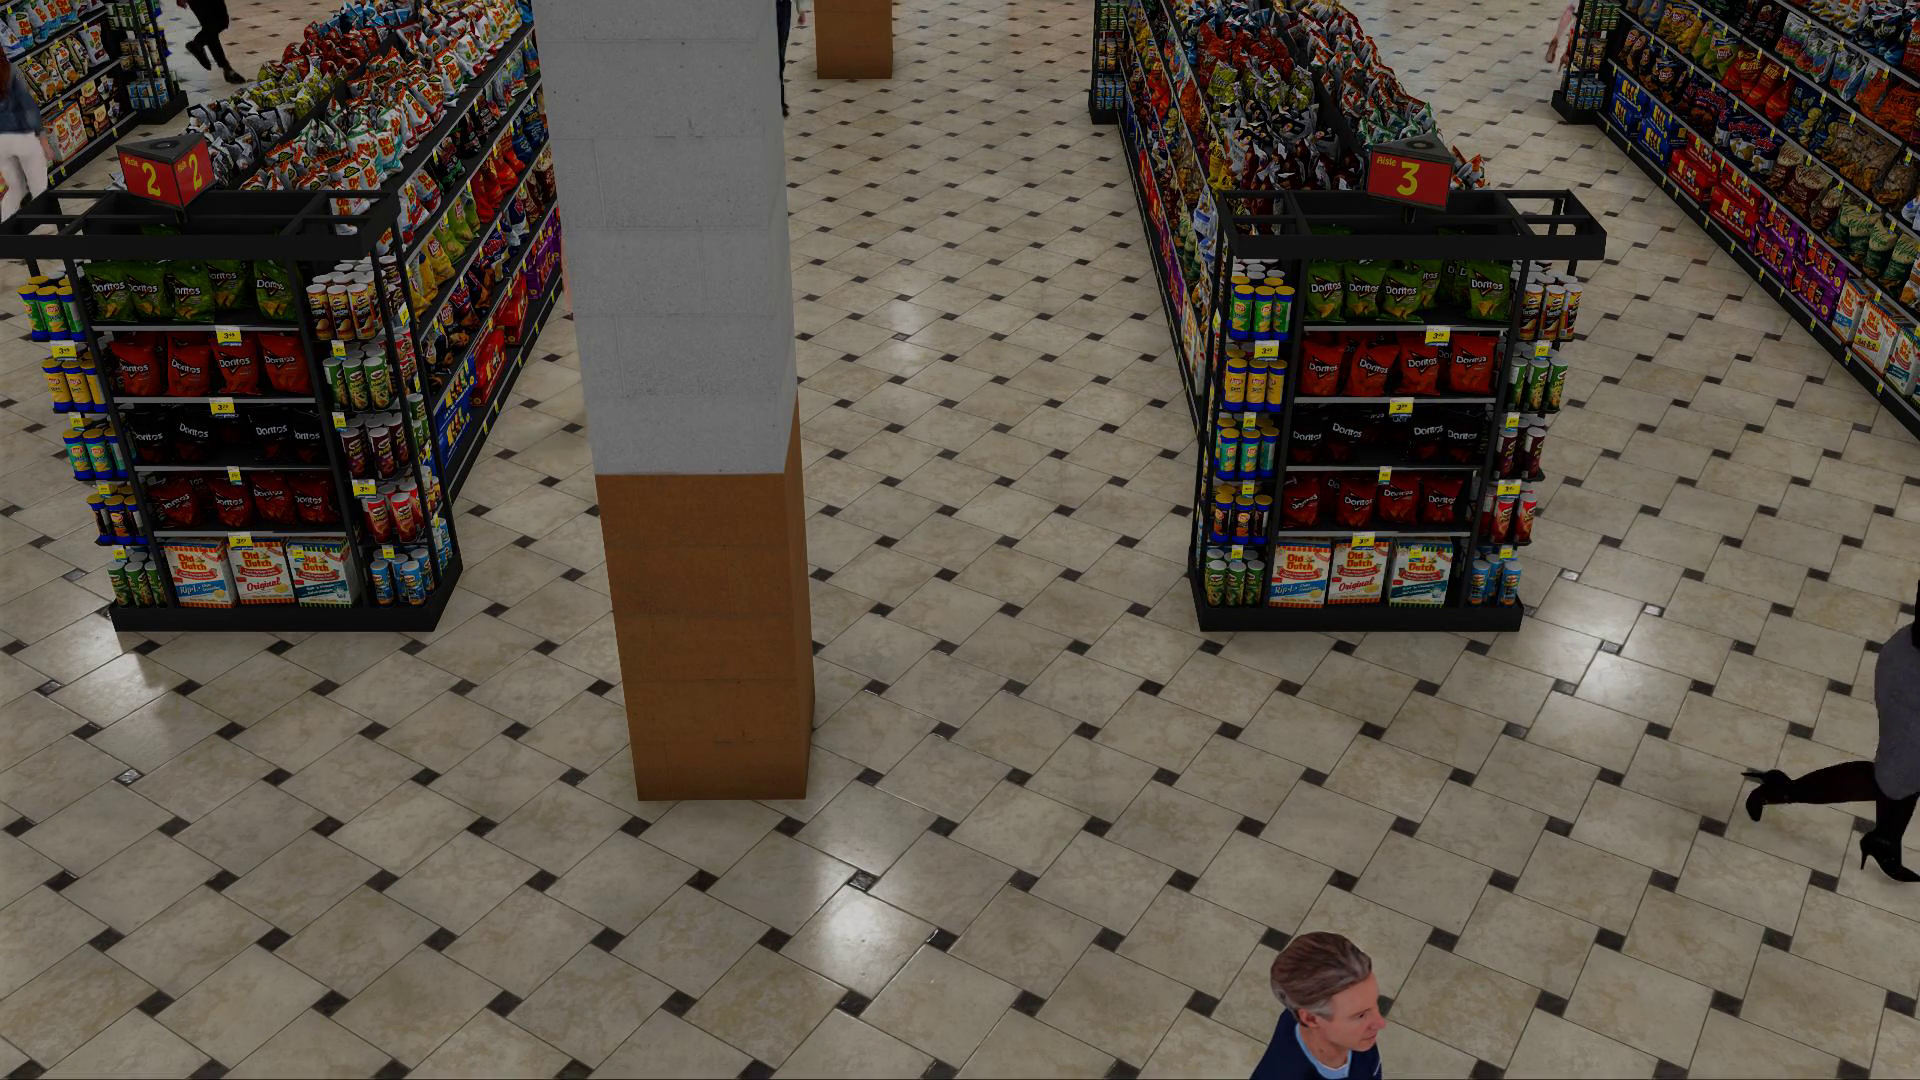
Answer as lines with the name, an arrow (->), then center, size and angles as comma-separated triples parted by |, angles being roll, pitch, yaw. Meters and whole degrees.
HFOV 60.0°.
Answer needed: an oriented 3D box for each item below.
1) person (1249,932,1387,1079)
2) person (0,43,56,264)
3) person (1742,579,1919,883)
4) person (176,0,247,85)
person -> 0.833, 1.688, 4.139 | 0.798, 1.871, 0.673 | 17, 36, 26
person -> -6.468, -2.656, 11.297 | 0.619, 1.686, 0.814 | 1, 32, 1
person -> 3.433, 0.550, 6.092 | 0.967, 1.740, 1.008 | 14, 34, 21
person -> -6.924, -4.978, 14.941 | 1.050, 1.778, 1.014 | 12, 34, 19
